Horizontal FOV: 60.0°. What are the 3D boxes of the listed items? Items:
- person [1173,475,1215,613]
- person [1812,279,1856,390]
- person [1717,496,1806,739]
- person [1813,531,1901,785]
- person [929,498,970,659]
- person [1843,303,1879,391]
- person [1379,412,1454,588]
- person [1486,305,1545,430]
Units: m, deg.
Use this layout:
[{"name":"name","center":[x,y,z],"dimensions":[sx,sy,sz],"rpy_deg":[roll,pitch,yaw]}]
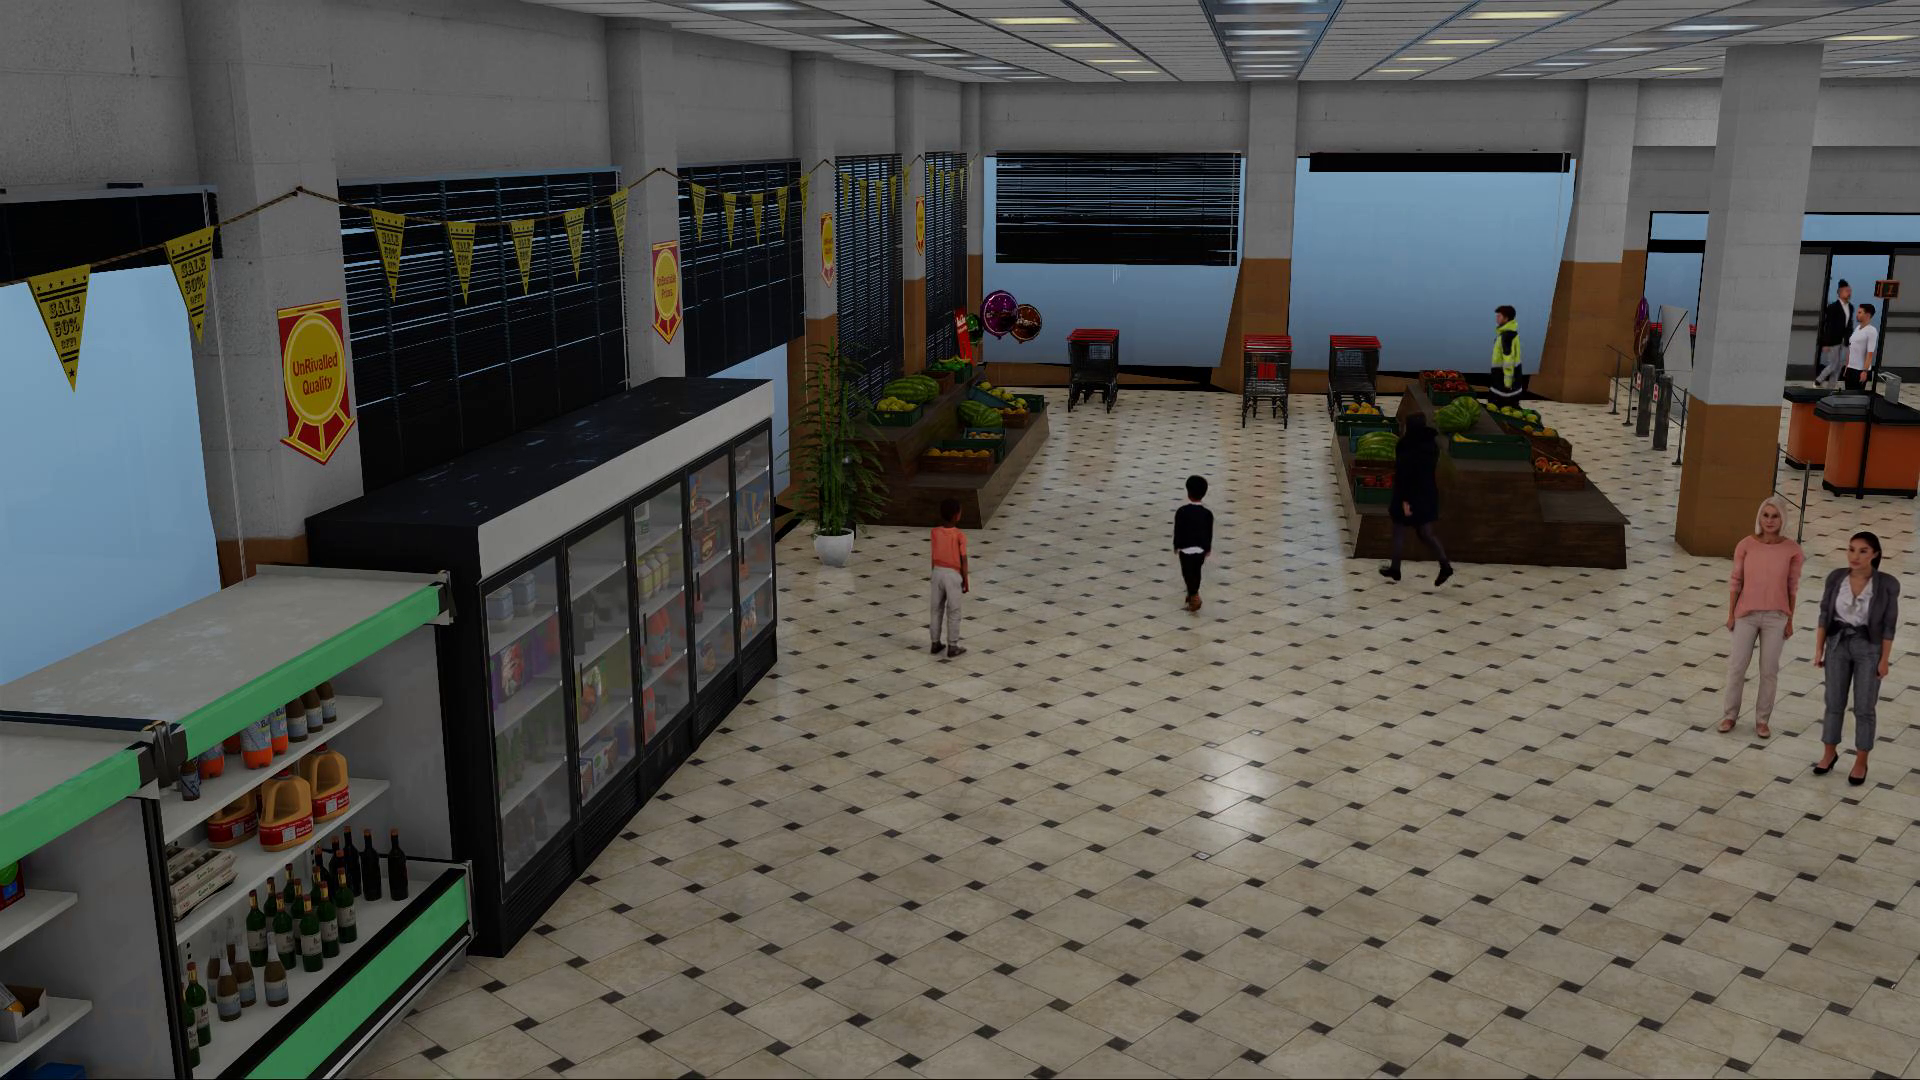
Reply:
[{"name":"person","center":[2.083,0.045,14.791],"dimensions":[0.672,1.213,0.849],"rpy_deg":[-3,14,-11]},{"name":"person","center":[13.907,-3.178,26.533],"dimensions":[0.896,1.942,0.939],"rpy_deg":[-5,15,-21]},{"name":"person","center":[5.643,0.531,11.701],"dimensions":[0.659,1.724,0.619],"rpy_deg":[7,15,26]},{"name":"person","center":[5.860,0.754,10.887],"dimensions":[0.753,1.675,0.720],"rpy_deg":[-13,19,-43]},{"name":"person","center":[-0.108,0.304,13.515],"dimensions":[0.530,1.310,0.544],"rpy_deg":[7,15,26]},{"name":"person","center":[12.805,-2.444,23.697],"dimensions":[0.776,1.852,0.565],"rpy_deg":[0,14,-1]},{"name":"person","center":[4.321,-0.358,15.528],"dimensions":[1.066,1.648,1.134],"rpy_deg":[-9,16,-33]},{"name":"person","center":[7.409,-2.149,22.285],"dimensions":[1.029,1.944,1.155],"rpy_deg":[6,15,25]}]
